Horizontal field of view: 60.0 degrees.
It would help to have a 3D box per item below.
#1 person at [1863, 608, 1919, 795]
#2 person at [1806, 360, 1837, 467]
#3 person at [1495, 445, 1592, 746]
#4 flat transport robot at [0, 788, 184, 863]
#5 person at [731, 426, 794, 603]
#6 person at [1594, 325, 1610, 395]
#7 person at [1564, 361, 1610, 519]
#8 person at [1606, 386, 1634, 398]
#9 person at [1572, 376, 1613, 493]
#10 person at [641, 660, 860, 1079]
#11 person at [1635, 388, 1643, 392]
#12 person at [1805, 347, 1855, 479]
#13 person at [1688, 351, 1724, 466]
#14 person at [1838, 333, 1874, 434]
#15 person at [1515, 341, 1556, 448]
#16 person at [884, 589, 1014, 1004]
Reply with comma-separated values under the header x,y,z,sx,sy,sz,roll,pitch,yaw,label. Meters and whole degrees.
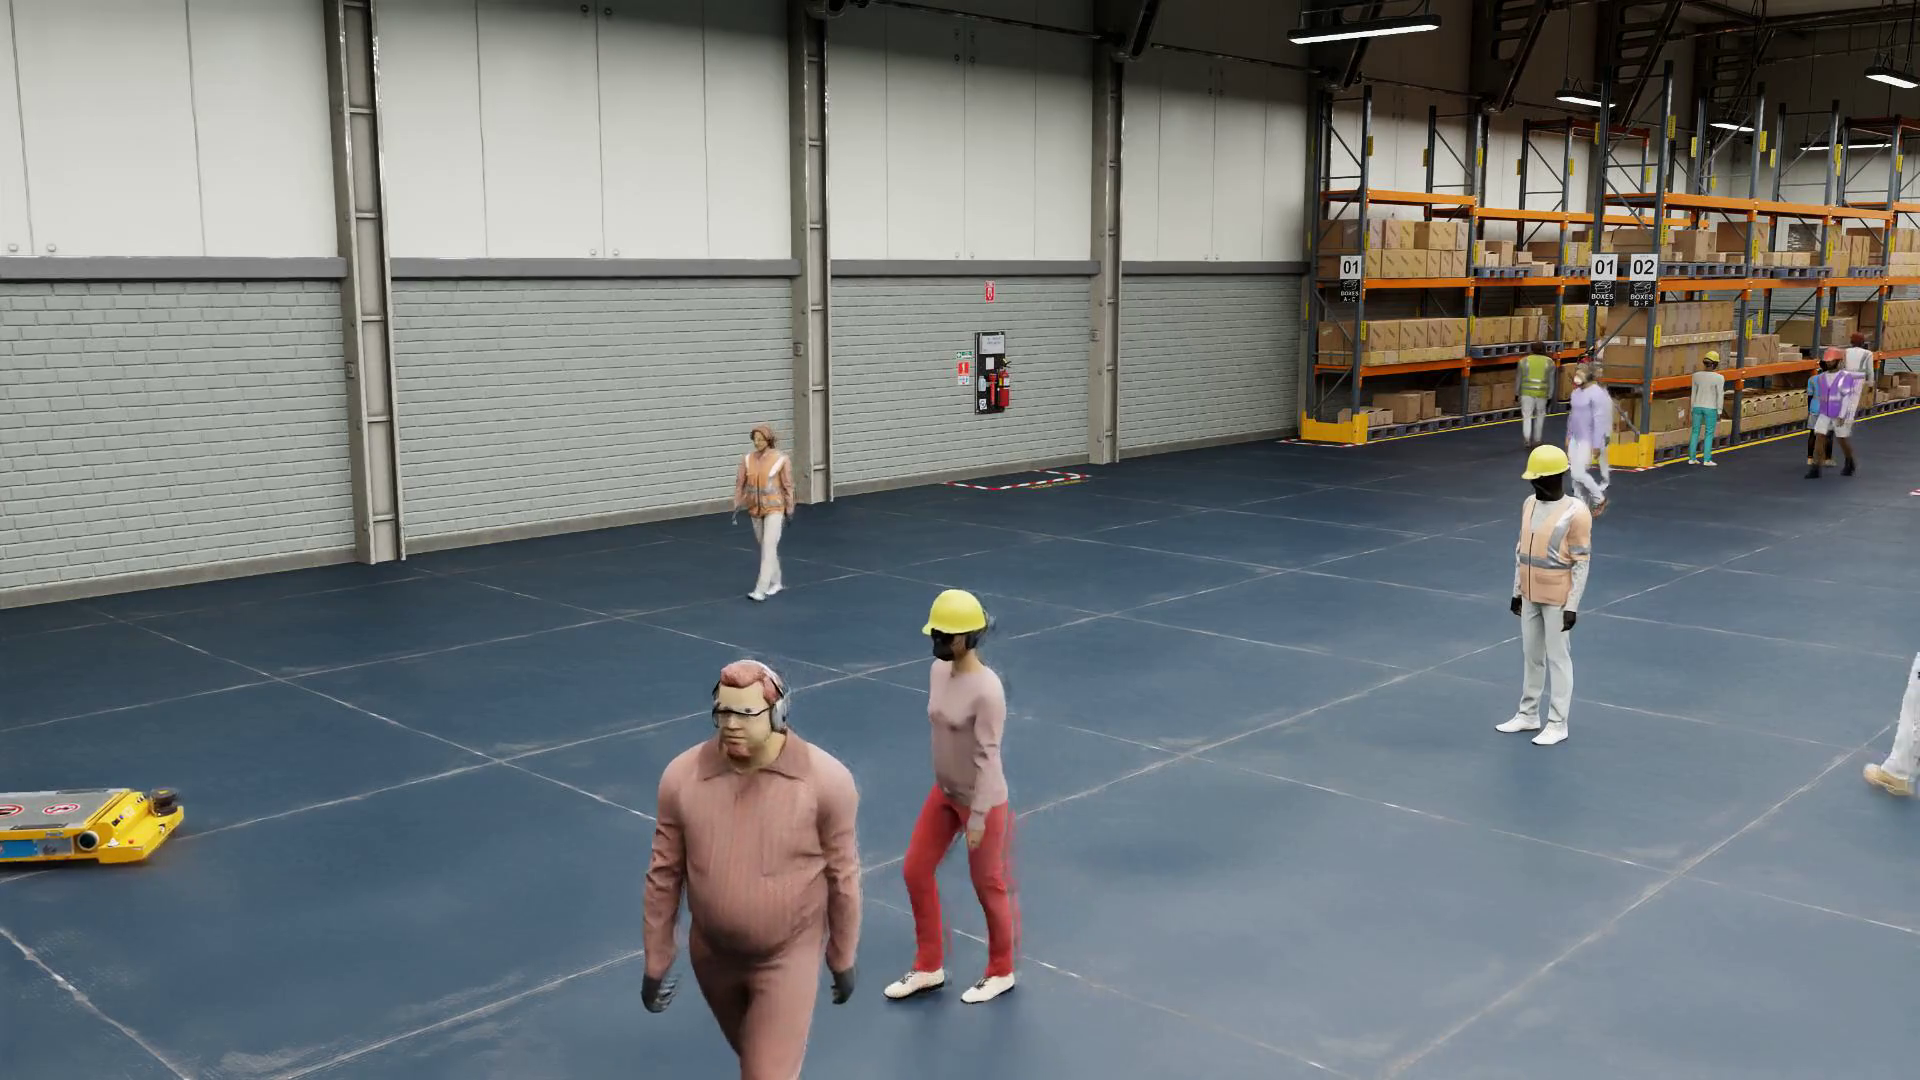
x,y,z,sx,sy,sz,roll,pitch,yaw,label
5.550,0.599,9.383,0.661,1.812,0.832,-2,10,-12,person
13.141,-1.952,25.288,0.318,1.700,0.535,-8,12,-42,person
3.733,0.347,10.616,0.382,1.917,0.585,-4,10,-22,person
-4.885,1.495,8.623,1.431,0.197,0.652,-1,9,-8,flat transport robot
-1.815,-0.236,15.150,0.540,1.592,0.855,4,10,24,person
13.030,-3.409,33.637,0.446,1.870,0.602,-8,12,-41,person
7.431,-1.162,19.793,0.475,1.922,0.648,-1,9,-7,person
11.513,-2.634,29.001,0.505,1.847,0.344,9,13,43,person
8.503,-1.410,22.325,0.554,1.591,0.884,8,12,41,person
-0.653,1.273,5.195,0.653,1.857,1.024,2,10,14,person
13.468,-3.197,32.836,0.325,1.719,0.642,4,10,21,person
12.629,-1.838,24.008,0.945,1.900,0.546,-6,11,-34,person
11.435,-2.008,25.461,0.340,1.757,0.518,-7,12,-37,person
16.424,-2.878,30.515,0.607,1.829,0.991,7,12,38,person
9.687,-2.452,28.026,0.627,1.813,0.886,3,10,18,person
-0.051,1.065,6.768,0.675,1.743,0.551,-6,11,-32,person
